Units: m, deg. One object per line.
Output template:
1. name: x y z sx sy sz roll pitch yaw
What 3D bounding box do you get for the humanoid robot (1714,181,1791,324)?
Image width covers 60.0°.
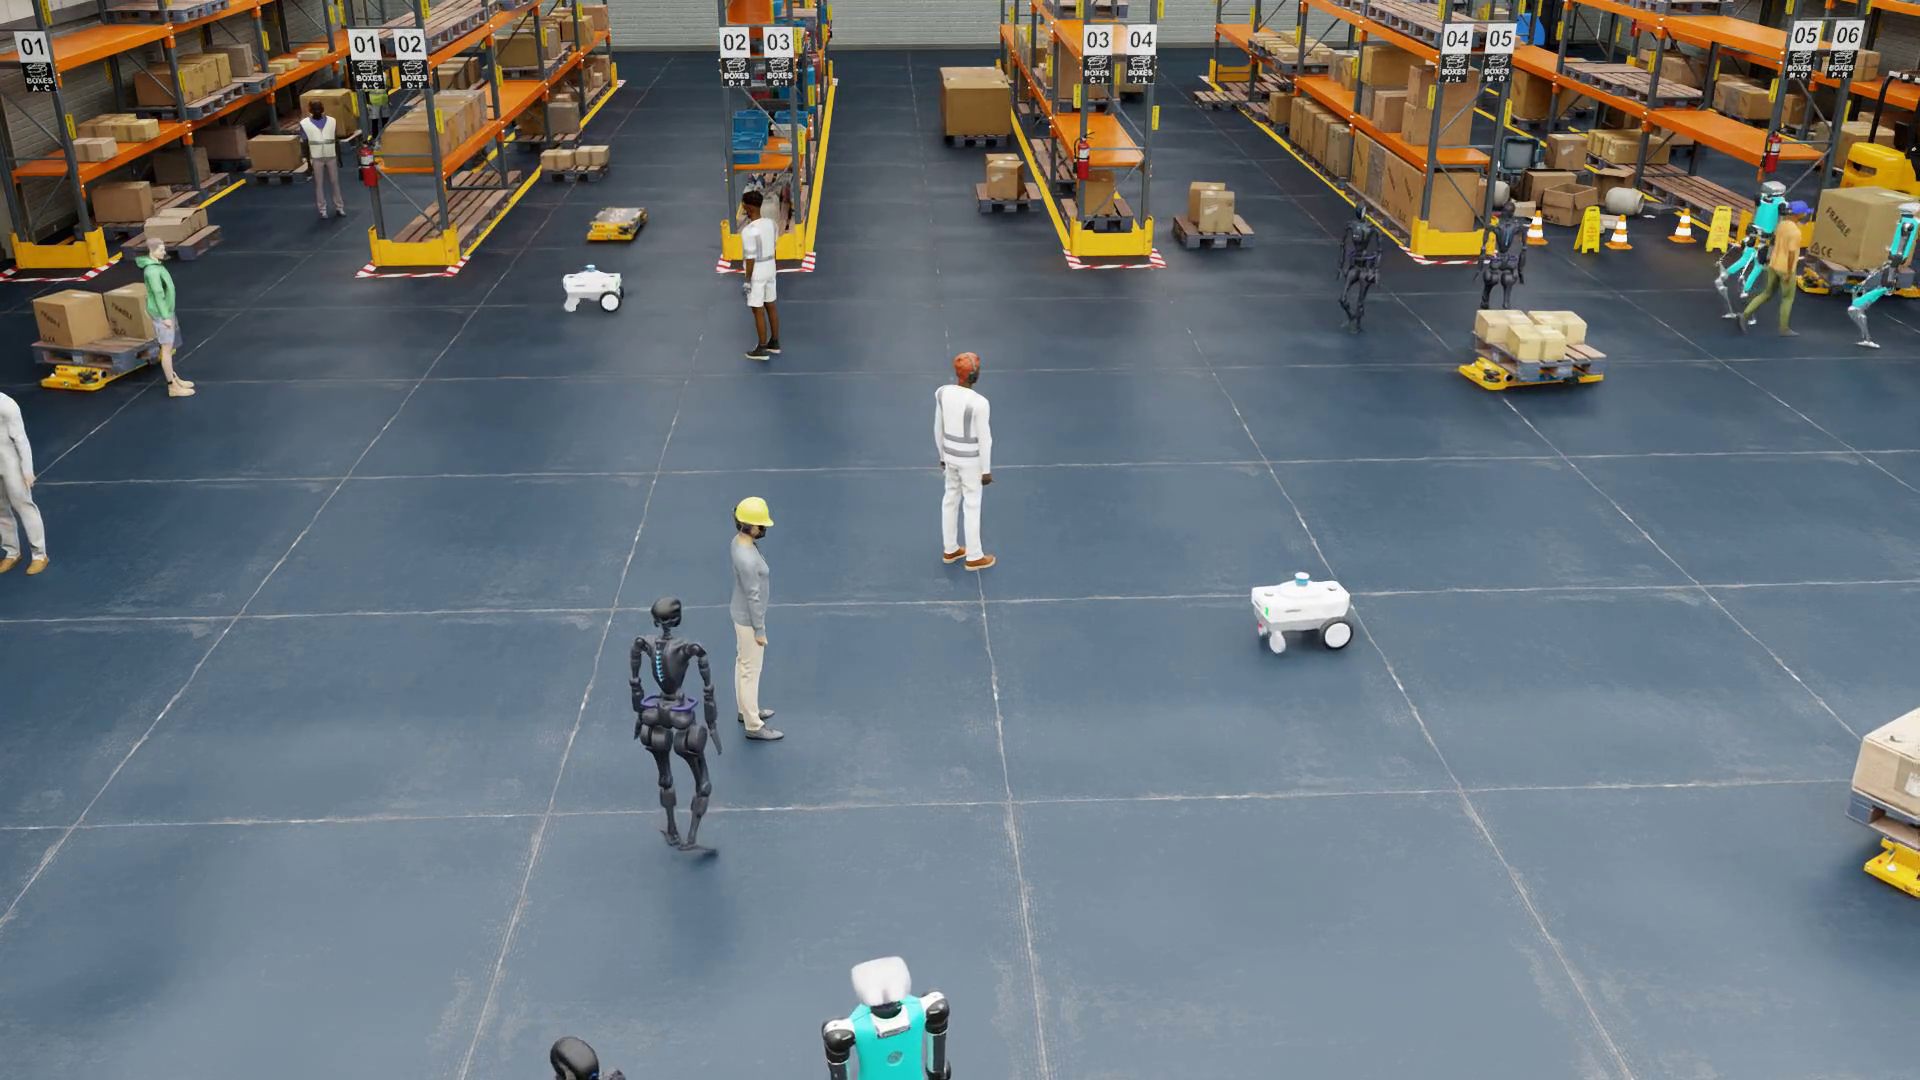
1. humanoid robot: 9.748 -3.529 20.603 0.705 1.786 0.577 -7 25 -16

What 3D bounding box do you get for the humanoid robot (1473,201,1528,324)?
1. humanoid robot: 6.577 -3.294 20.208 0.609 1.632 0.779 1 24 2

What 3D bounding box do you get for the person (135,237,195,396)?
1. person: -8.682 -2.438 18.145 0.336 1.737 0.472 -9 25 -19

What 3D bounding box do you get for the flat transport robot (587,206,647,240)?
1. flat transport robot: -5.207 -4.818 25.298 0.659 0.231 1.431 0 24 0

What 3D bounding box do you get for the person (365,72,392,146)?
1. person: -10.842 -8.147 31.017 0.318 1.699 0.534 17 29 33

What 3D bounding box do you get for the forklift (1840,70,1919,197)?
1. forklift: 15.132 -6.143 25.915 2.313 2.155 1.214 -1 24 -2

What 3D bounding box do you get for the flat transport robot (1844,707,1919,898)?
1. flat transport robot: 6.273 1.896 10.212 1.431 0.231 0.659 -15 28 -31

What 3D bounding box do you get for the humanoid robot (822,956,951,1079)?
1. humanoid robot: -0.363 2.502 7.184 0.550 1.914 0.716 -9 26 -19

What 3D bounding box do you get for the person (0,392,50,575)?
1. person: -8.008 -0.616 13.871 0.569 1.889 0.389 3 24 6

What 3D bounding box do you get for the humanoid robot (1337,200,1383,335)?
1. humanoid robot: 4.871 -3.303 20.172 0.598 1.645 0.348 20 31 37

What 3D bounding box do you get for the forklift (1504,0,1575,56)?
1. forklift: 14.700 -13.805 42.301 1.873 2.768 1.129 -1 24 -2

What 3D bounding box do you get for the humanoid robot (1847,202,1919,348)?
1. humanoid robot: 10.817 -3.102 19.663 0.670 1.816 0.535 13 27 27

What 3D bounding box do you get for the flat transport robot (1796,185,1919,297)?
1. flat transport robot: 11.950 -3.440 22.203 1.431 0.231 0.659 4 24 8

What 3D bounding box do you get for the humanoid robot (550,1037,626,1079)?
1. humanoid robot: -1.522 2.676 6.755 0.663 1.638 0.592 15 28 29

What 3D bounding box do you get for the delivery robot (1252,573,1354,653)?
1. delivery robot: 2.653 0.538 12.896 0.754 0.582 0.509 -4 24 -10

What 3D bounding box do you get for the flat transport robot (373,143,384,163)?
1. flat transport robot: -10.347 -7.101 30.427 0.659 0.231 1.431 -1 24 -2

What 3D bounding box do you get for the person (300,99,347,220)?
1. person: -9.906 -5.936 25.888 0.558 1.836 0.388 -16 28 -31

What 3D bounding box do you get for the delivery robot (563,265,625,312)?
1. delivery robot: -4.710 -3.236 21.389 0.791 0.592 0.499 -2 24 -4

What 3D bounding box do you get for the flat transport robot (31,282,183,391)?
1. flat transport robot: -9.730 -2.028 19.029 0.659 0.231 1.431 6 25 12

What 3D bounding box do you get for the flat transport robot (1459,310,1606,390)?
1. flat transport robot: 6.461 -1.923 18.793 1.431 0.231 0.659 -5 25 -12

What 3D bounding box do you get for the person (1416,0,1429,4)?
1. person: 11.692 -13.057 41.934 0.394 1.796 0.595 -18 30 -35

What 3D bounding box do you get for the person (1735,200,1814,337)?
1. person: 9.881 -3.276 20.076 0.724 1.690 0.461 -3 24 -7

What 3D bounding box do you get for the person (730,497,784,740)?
1. person: -1.415 0.531 11.449 0.325 1.759 0.524 -6 25 -14

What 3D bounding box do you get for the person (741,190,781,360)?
1. person: -2.330 -3.078 19.306 0.363 1.961 0.612 12 27 25

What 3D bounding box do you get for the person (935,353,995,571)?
1. person: 0.039 -0.661 13.976 0.573 1.881 0.357 21 31 39

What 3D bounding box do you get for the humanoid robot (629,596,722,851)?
1. humanoid robot: -1.771 1.145 10.176 0.615 1.647 0.449 8 25 16
